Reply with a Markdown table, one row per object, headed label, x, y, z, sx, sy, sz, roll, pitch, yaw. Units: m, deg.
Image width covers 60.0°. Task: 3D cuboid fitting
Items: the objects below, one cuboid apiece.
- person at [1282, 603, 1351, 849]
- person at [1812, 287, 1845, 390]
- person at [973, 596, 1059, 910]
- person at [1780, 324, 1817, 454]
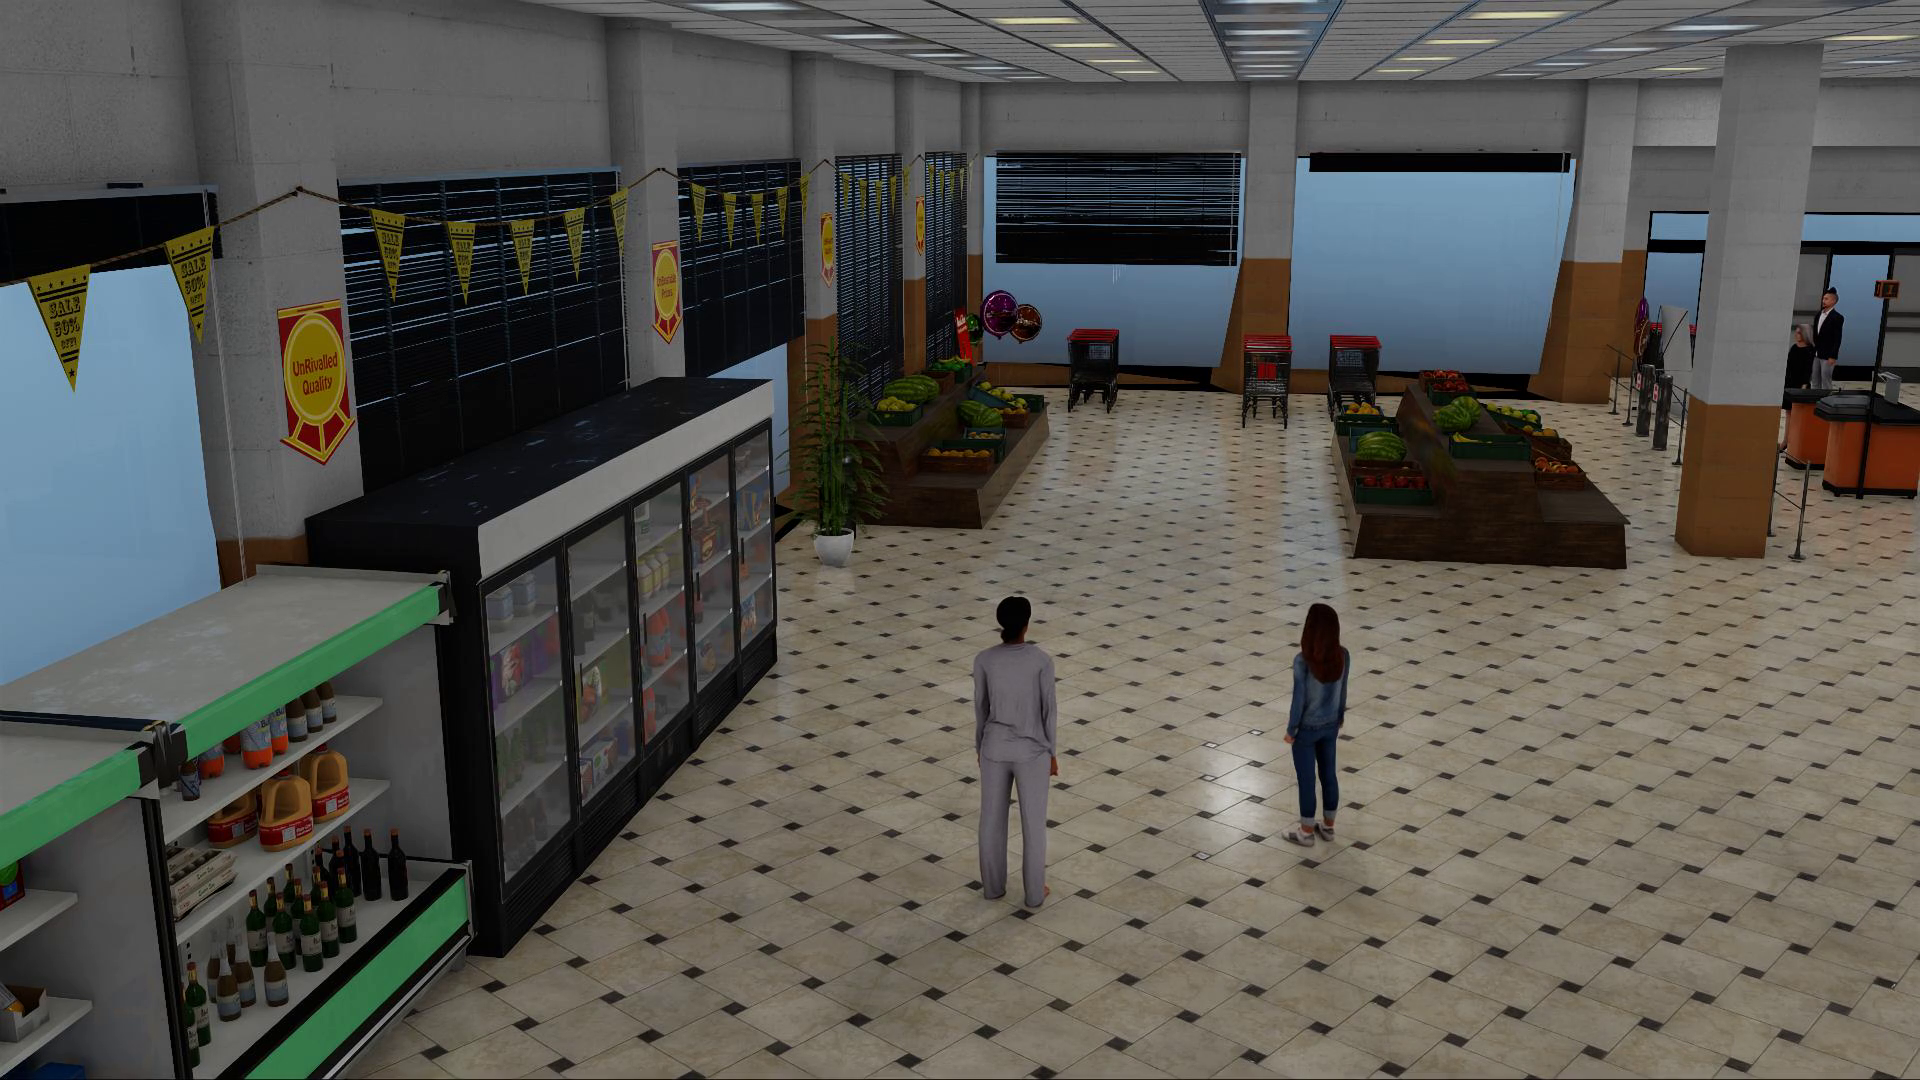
| label | x | y | z | sx | sy | sz | roll | pitch | yaw |
| --- | --- | --- | --- | --- | --- | --- | --- | --- | --- |
| person | 2.123 | 1.097 | 9.898 | 0.642 | 1.475 | 0.678 | -7 | 15 | -27 |
| person | 13.076 | -2.844 | 25.138 | 0.851 | 1.949 | 0.683 | -3 | 14 | -13 |
| person | 0.301 | 1.154 | 9.111 | 0.652 | 1.735 | 0.595 | 4 | 14 | 18 |
| person | 11.112 | -2.004 | 22.104 | 0.738 | 1.747 | 0.624 | -3 | 14 | -12 |
